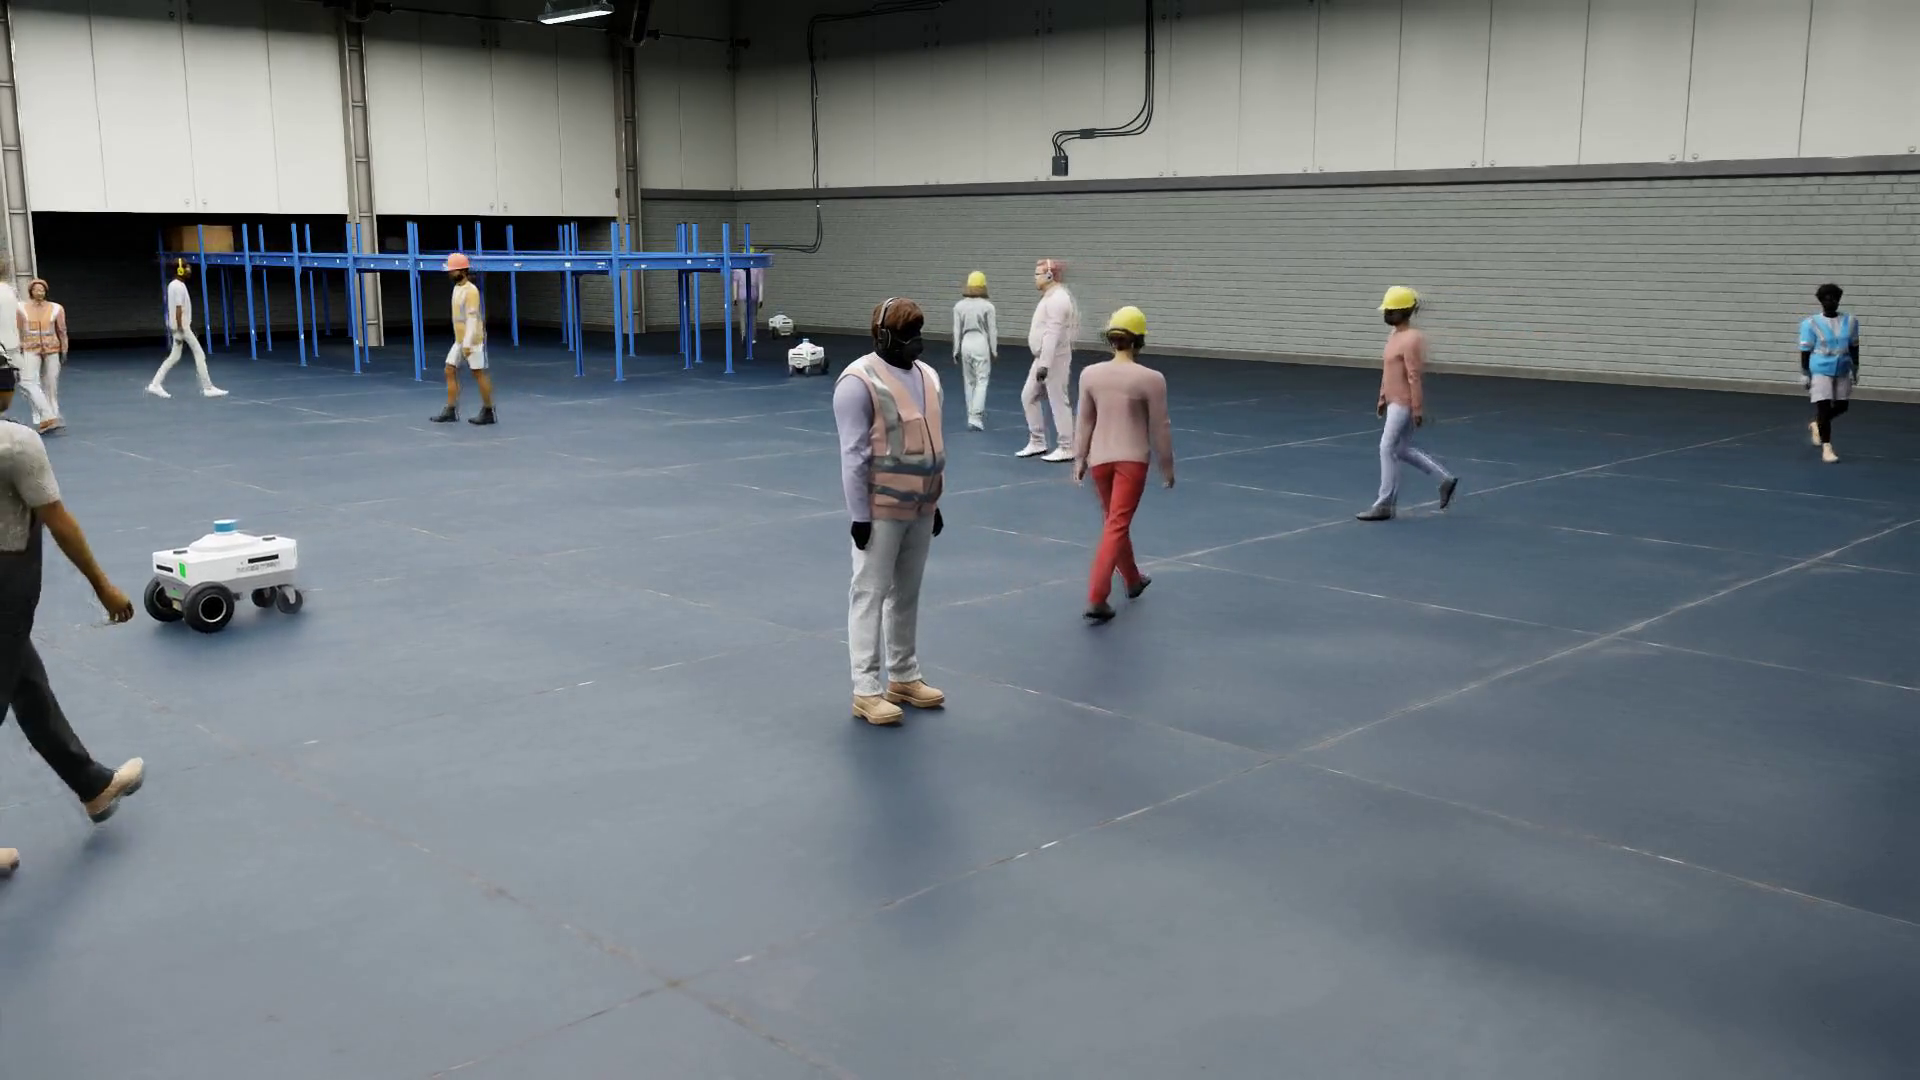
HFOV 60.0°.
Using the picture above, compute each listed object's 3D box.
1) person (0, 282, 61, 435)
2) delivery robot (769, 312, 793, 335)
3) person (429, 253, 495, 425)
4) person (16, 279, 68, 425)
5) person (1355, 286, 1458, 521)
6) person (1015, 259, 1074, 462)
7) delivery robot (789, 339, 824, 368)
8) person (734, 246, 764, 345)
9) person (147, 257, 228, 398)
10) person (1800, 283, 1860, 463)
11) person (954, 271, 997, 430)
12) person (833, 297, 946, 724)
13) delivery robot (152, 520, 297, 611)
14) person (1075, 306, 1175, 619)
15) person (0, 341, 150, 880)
[{"bbox_3d":[-10.047,-2.020,17.486,1.027,1.891,0.647,0,10,-2],"label":"person"},{"bbox_3d":[-3.680,-4.447,34.191,0.477,0.478,0.707,-4,11,-23],"label":"delivery robot"},{"bbox_3d":[-5.603,-2.226,18.521,0.821,1.900,0.564,-8,13,-37],"label":"person"},{"bbox_3d":[-10.139,-2.064,18.377,0.526,1.624,0.405,-6,12,-31],"label":"person"},{"bbox_3d":[3.360,-1.019,12.387,0.709,1.744,0.523,0,10,2],"label":"person"},{"bbox_3d":[0.772,-1.669,15.565,0.679,1.885,0.649,-2,10,-8],"label":"person"},{"bbox_3d":[-2.340,-2.819,25.316,0.477,0.478,0.707,3,11,16],"label":"delivery robot"},{"bbox_3d":[-4.086,-4.717,32.149,0.595,1.904,0.832,-1,10,-3],"label":"person"},{"bbox_3d":[-10.244,-2.790,21.842,0.936,1.831,0.512,-8,13,-36],"label":"person"},{"bbox_3d":[8.171,-1.592,15.736,0.567,1.666,0.629,0,10,0],"label":"person"},{"bbox_3d":[0.164,-2.084,18.307,0.501,1.756,0.532,5,11,24],"label":"person"},{"bbox_3d":[-0.276,-0.141,7.342,0.430,1.845,0.624,8,13,36],"label":"person"},{"bbox_3d":[-4.063,0.132,9.221,0.477,0.478,0.707,8,13,37],"label":"delivery robot"},{"bbox_3d":[0.934,-0.446,9.340,0.541,1.710,0.923,6,12,32],"label":"person"},{"bbox_3d":[-3.161,0.198,5.601,0.534,1.790,0.931,5,12,26],"label":"person"}]
